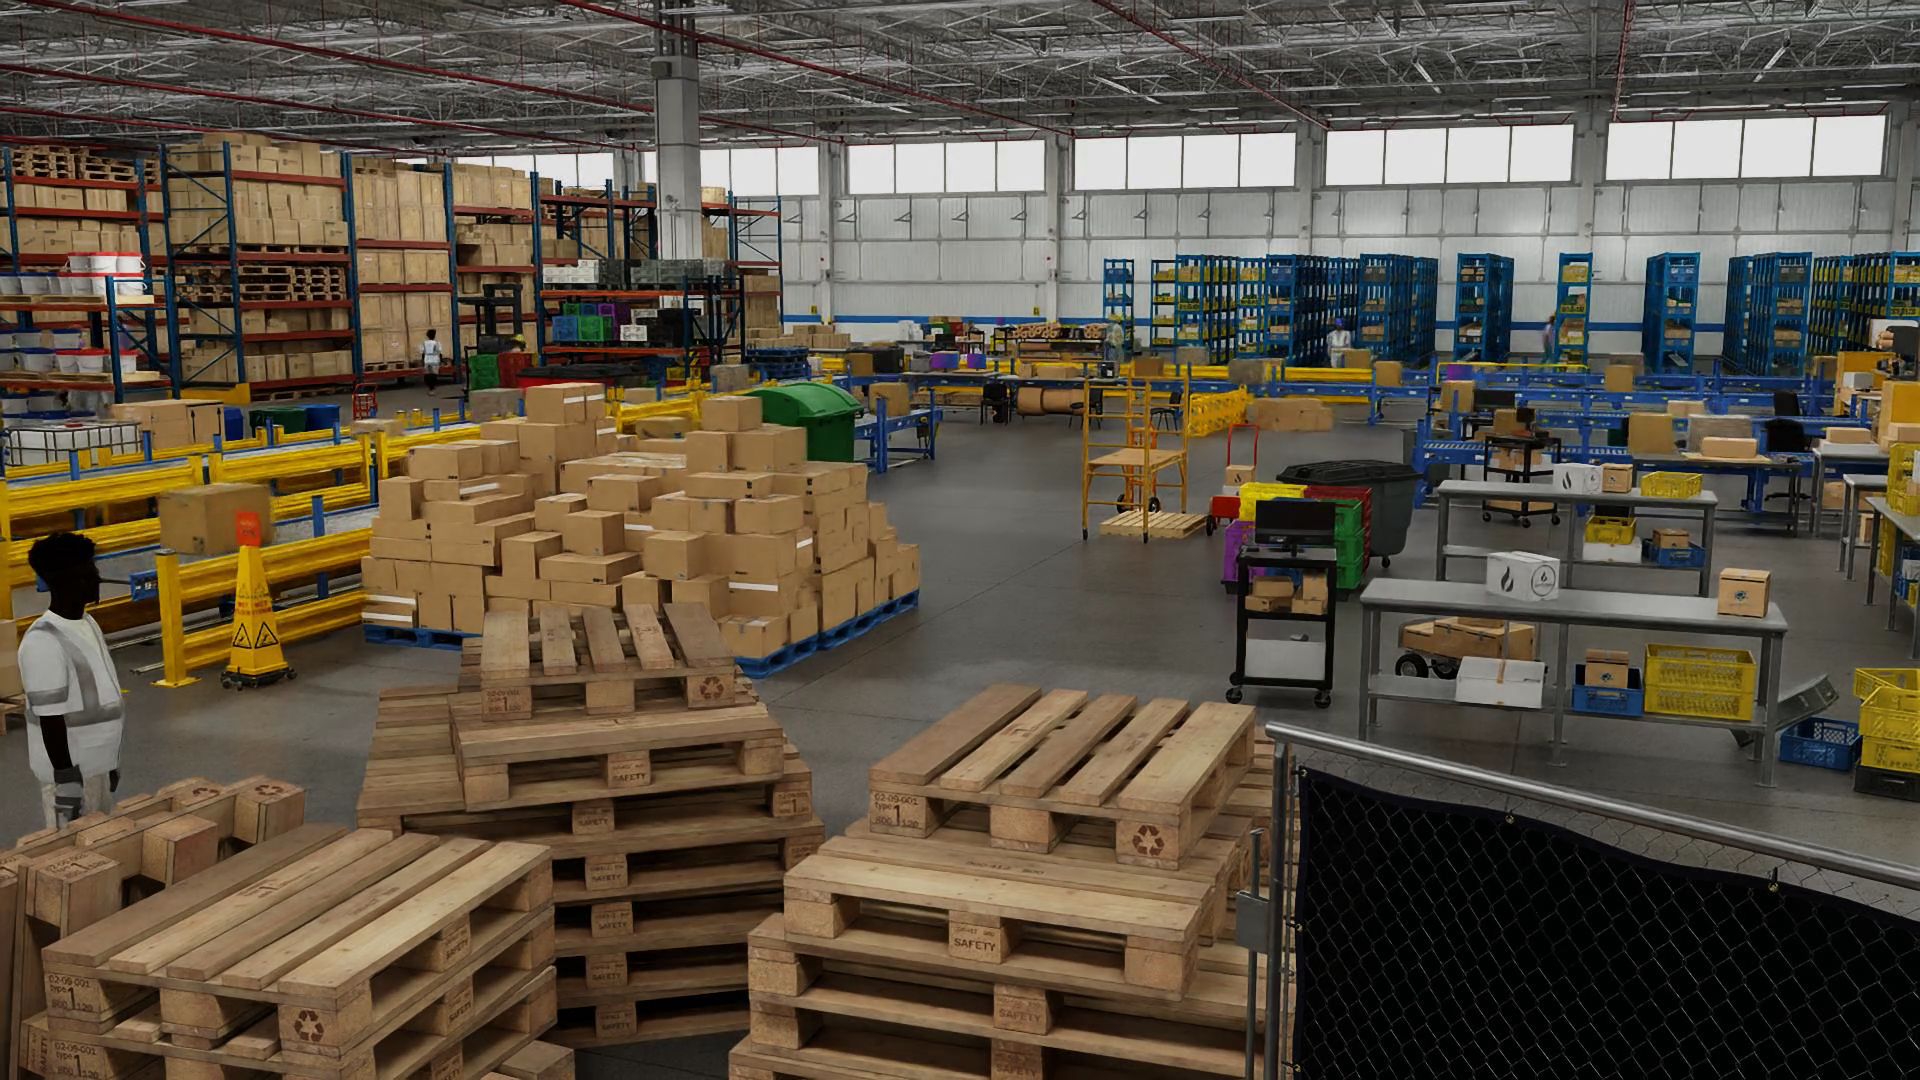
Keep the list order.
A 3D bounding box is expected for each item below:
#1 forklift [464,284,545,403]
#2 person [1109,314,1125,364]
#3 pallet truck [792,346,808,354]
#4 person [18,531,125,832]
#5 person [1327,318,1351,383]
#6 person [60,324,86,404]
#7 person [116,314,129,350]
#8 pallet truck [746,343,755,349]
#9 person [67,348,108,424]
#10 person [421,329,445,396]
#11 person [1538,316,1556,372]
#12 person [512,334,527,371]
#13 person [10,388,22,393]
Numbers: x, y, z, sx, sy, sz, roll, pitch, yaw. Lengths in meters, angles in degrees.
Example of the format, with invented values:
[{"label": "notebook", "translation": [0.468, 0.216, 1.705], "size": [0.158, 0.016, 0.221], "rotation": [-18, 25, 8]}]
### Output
[{"label": "forklift", "translation": [-10.832, -4.702, 39.610], "size": [1.129, 2.768, 1.873], "rotation": [3, 10, 20]}, {"label": "person", "translation": [5.008, -6.352, 53.405], "size": [0.878, 1.794, 0.582], "rotation": [2, 9, 11]}, {"label": "pallet truck", "translation": [-3.705, -4.298, 42.022], "size": [0.653, 1.274, 1.630], "rotation": [3, 10, 20]}, {"label": "person", "translation": [-3.737, 0.936, 7.072], "size": [0.367, 1.966, 0.606], "rotation": [-2, 9, -14]}, {"label": "person", "translation": [9.934, -4.860, 43.590], "size": [0.639, 1.925, 0.616], "rotation": [3, 10, 18]}, {"label": "person", "translation": [-20.445, -4.037, 38.460], "size": [0.549, 1.919, 0.717], "rotation": [4, 10, 25]}, {"label": "person", "translation": [-24.091, -5.516, 47.742], "size": [0.628, 1.926, 0.427], "rotation": [6, 11, 33]}, {"label": "pallet truck", "translation": [-6.183, -4.618, 44.264], "size": [1.601, 1.201, 0.680], "rotation": [-9, 12, -43]}, {"label": "person", "translation": [-14.979, -2.376, 28.408], "size": [0.626, 1.784, 0.910], "rotation": [2, 9, 11]}, {"label": "person", "translation": [-13.270, -4.483, 42.020], "size": [0.546, 1.657, 0.795], "rotation": [2, 9, 12]}, {"label": "person", "translation": [17.874, -5.835, 50.067], "size": [0.896, 1.803, 0.603], "rotation": [4, 10, 26]}, {"label": "person", "translation": [-9.836, -3.686, 36.805], "size": [0.635, 1.741, 0.523], "rotation": [-5, 11, -30]}, {"label": "person", "translation": [-22.510, -4.169, 40.078], "size": [0.737, 1.663, 0.528], "rotation": [-7, 12, -38]}]
